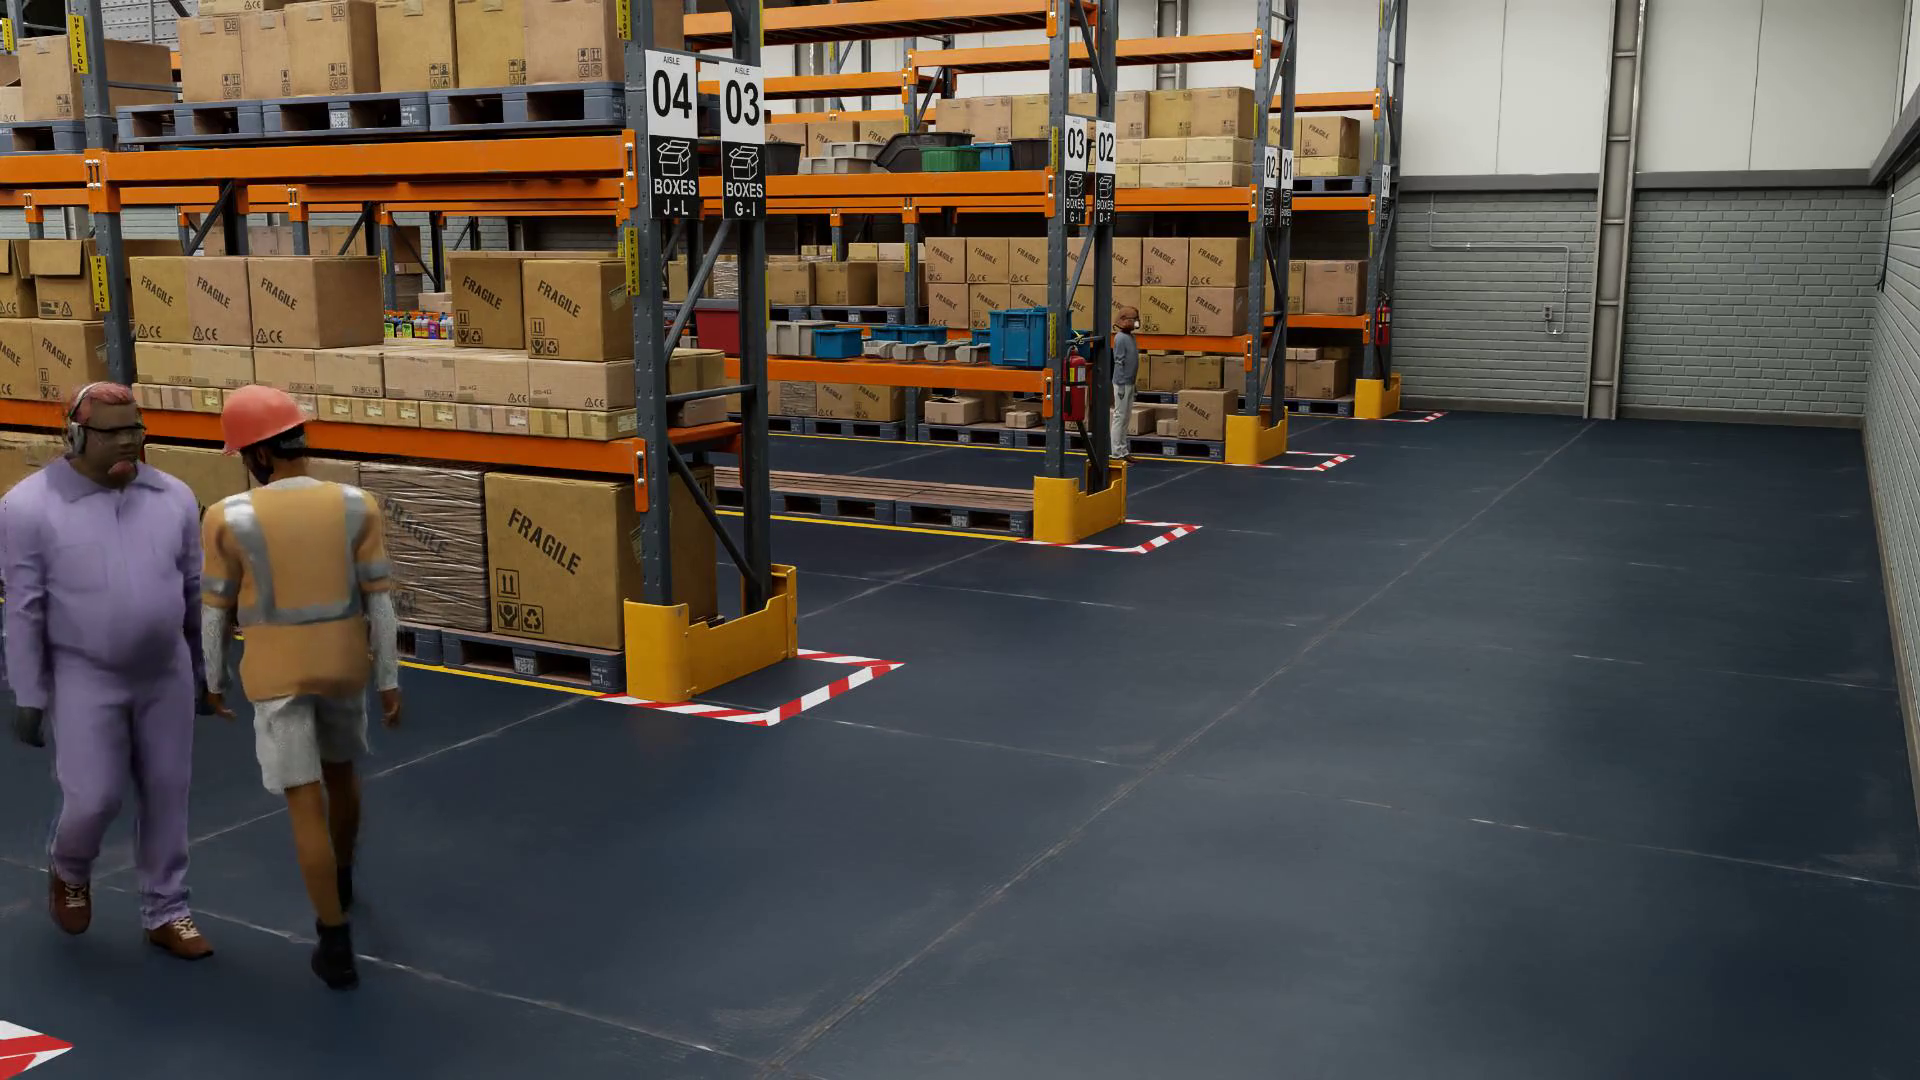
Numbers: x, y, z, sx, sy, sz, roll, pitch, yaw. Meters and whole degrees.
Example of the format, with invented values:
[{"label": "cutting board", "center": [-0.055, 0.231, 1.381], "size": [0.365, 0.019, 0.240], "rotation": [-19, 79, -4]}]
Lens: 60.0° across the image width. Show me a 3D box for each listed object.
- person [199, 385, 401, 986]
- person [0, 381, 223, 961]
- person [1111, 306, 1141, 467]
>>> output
[{"label": "person", "center": [-2.167, 0.432, 5.445], "size": [0.551, 1.868, 0.971], "rotation": [-8, 13, -38]}, {"label": "person", "center": [-2.727, 0.429, 5.393], "size": [0.550, 1.892, 0.669], "rotation": [8, 13, 37]}, {"label": "person", "center": [1.707, -1.578, 17.058], "size": [0.285, 1.633, 0.497], "rotation": [4, 11, 21]}]
